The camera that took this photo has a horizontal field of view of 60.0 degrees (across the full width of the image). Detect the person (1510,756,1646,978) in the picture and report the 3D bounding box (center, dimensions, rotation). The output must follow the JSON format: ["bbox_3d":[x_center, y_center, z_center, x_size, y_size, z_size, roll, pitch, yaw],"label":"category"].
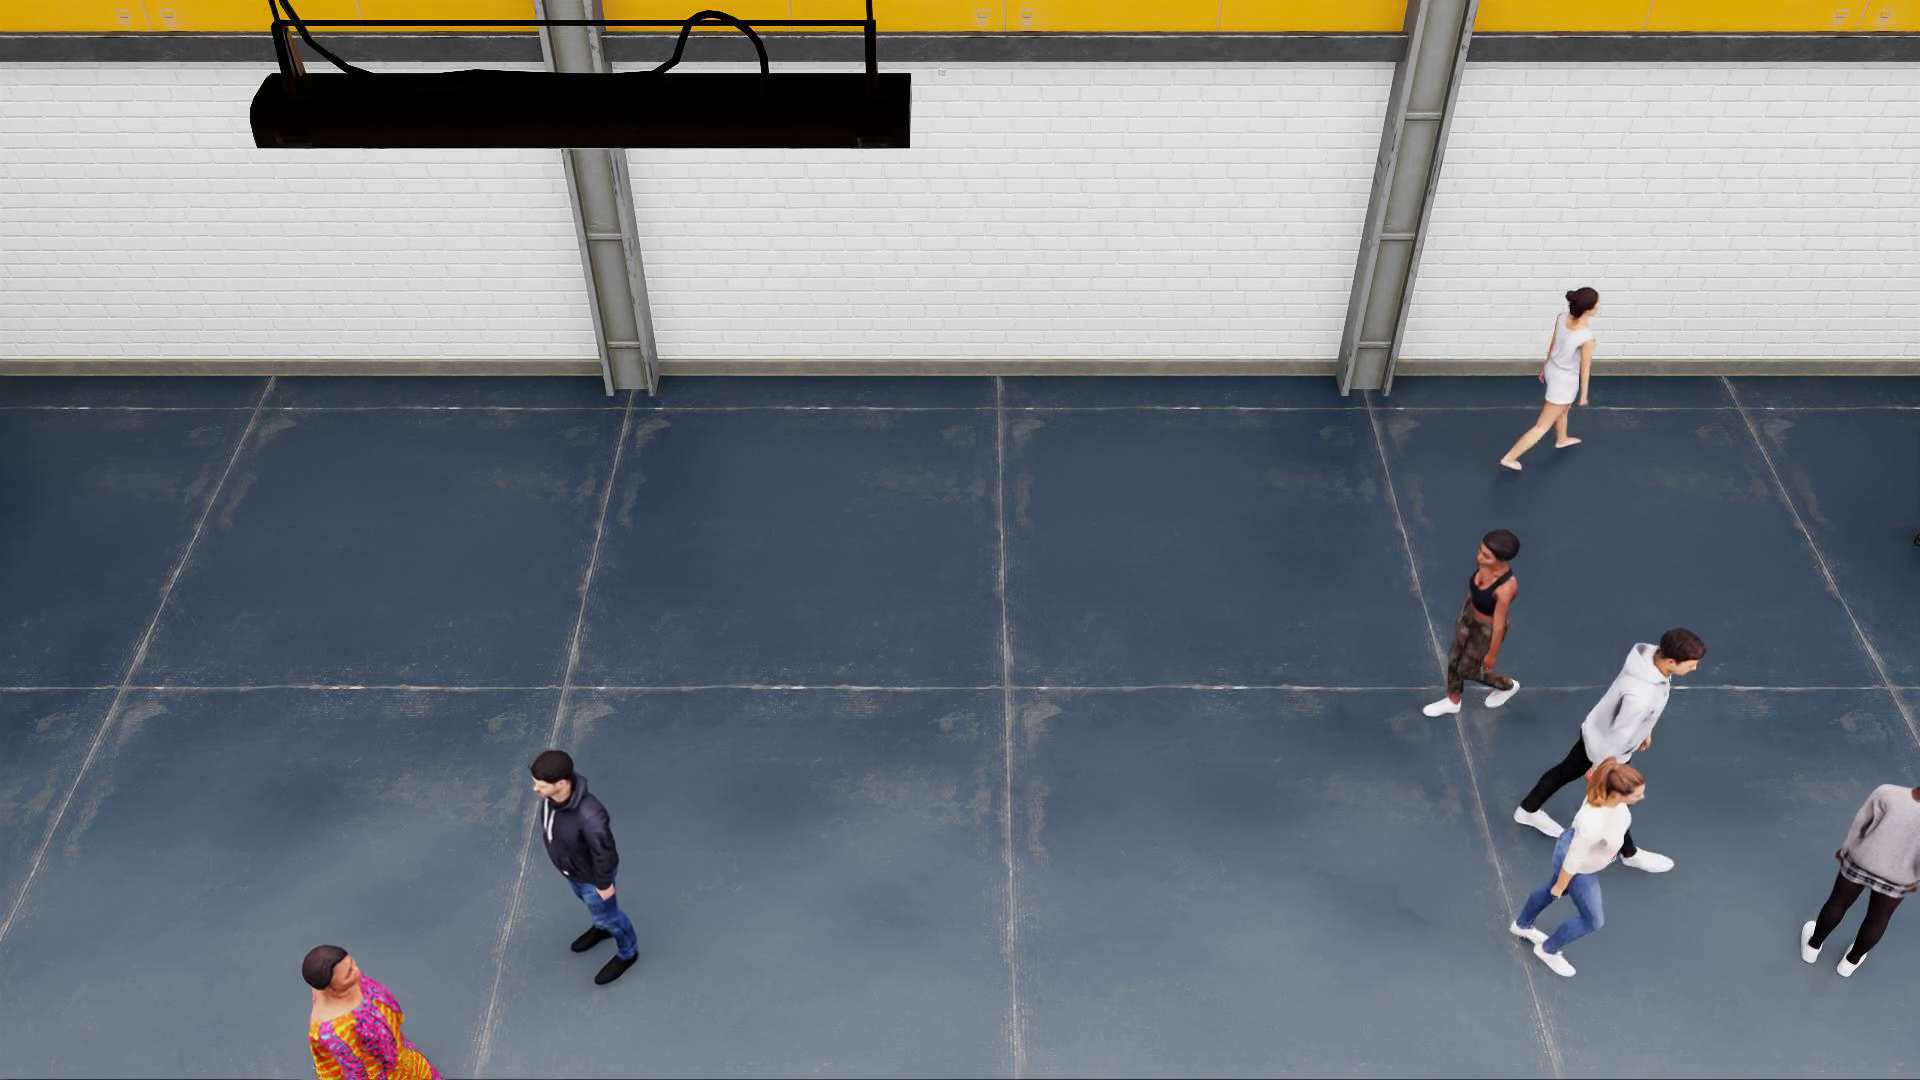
[{"bbox_3d":[3.357,1.763,9.250,0.809,1.705,0.762,20,47,20],"label":"person"}]

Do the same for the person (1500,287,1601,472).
[{"bbox_3d":[4.436,-1.167,12.424,1.096,1.569,0.777,-11,45,-11],"label":"person"}]

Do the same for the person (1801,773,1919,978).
[{"bbox_3d":[5.089,1.793,9.170,0.652,1.771,0.754,25,49,24],"label":"person"}]

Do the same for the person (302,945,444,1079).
[{"bbox_3d":[-3.074,2.575,8.432,1.070,1.657,0.791,-10,44,-10],"label":"person"}]

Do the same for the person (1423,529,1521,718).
[{"bbox_3d":[3.372,0.570,10.519,0.858,1.682,0.678,-3,44,-3],"label":"person"}]

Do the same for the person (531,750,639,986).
[{"bbox_3d":[-2.042,1.743,9.139,0.797,1.886,0.762,-30,51,-28],"label":"person"}]

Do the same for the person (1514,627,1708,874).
[{"bbox_3d":[3.711,1.159,9.768,1.290,1.865,1.047,21,47,21],"label":"person"}]
